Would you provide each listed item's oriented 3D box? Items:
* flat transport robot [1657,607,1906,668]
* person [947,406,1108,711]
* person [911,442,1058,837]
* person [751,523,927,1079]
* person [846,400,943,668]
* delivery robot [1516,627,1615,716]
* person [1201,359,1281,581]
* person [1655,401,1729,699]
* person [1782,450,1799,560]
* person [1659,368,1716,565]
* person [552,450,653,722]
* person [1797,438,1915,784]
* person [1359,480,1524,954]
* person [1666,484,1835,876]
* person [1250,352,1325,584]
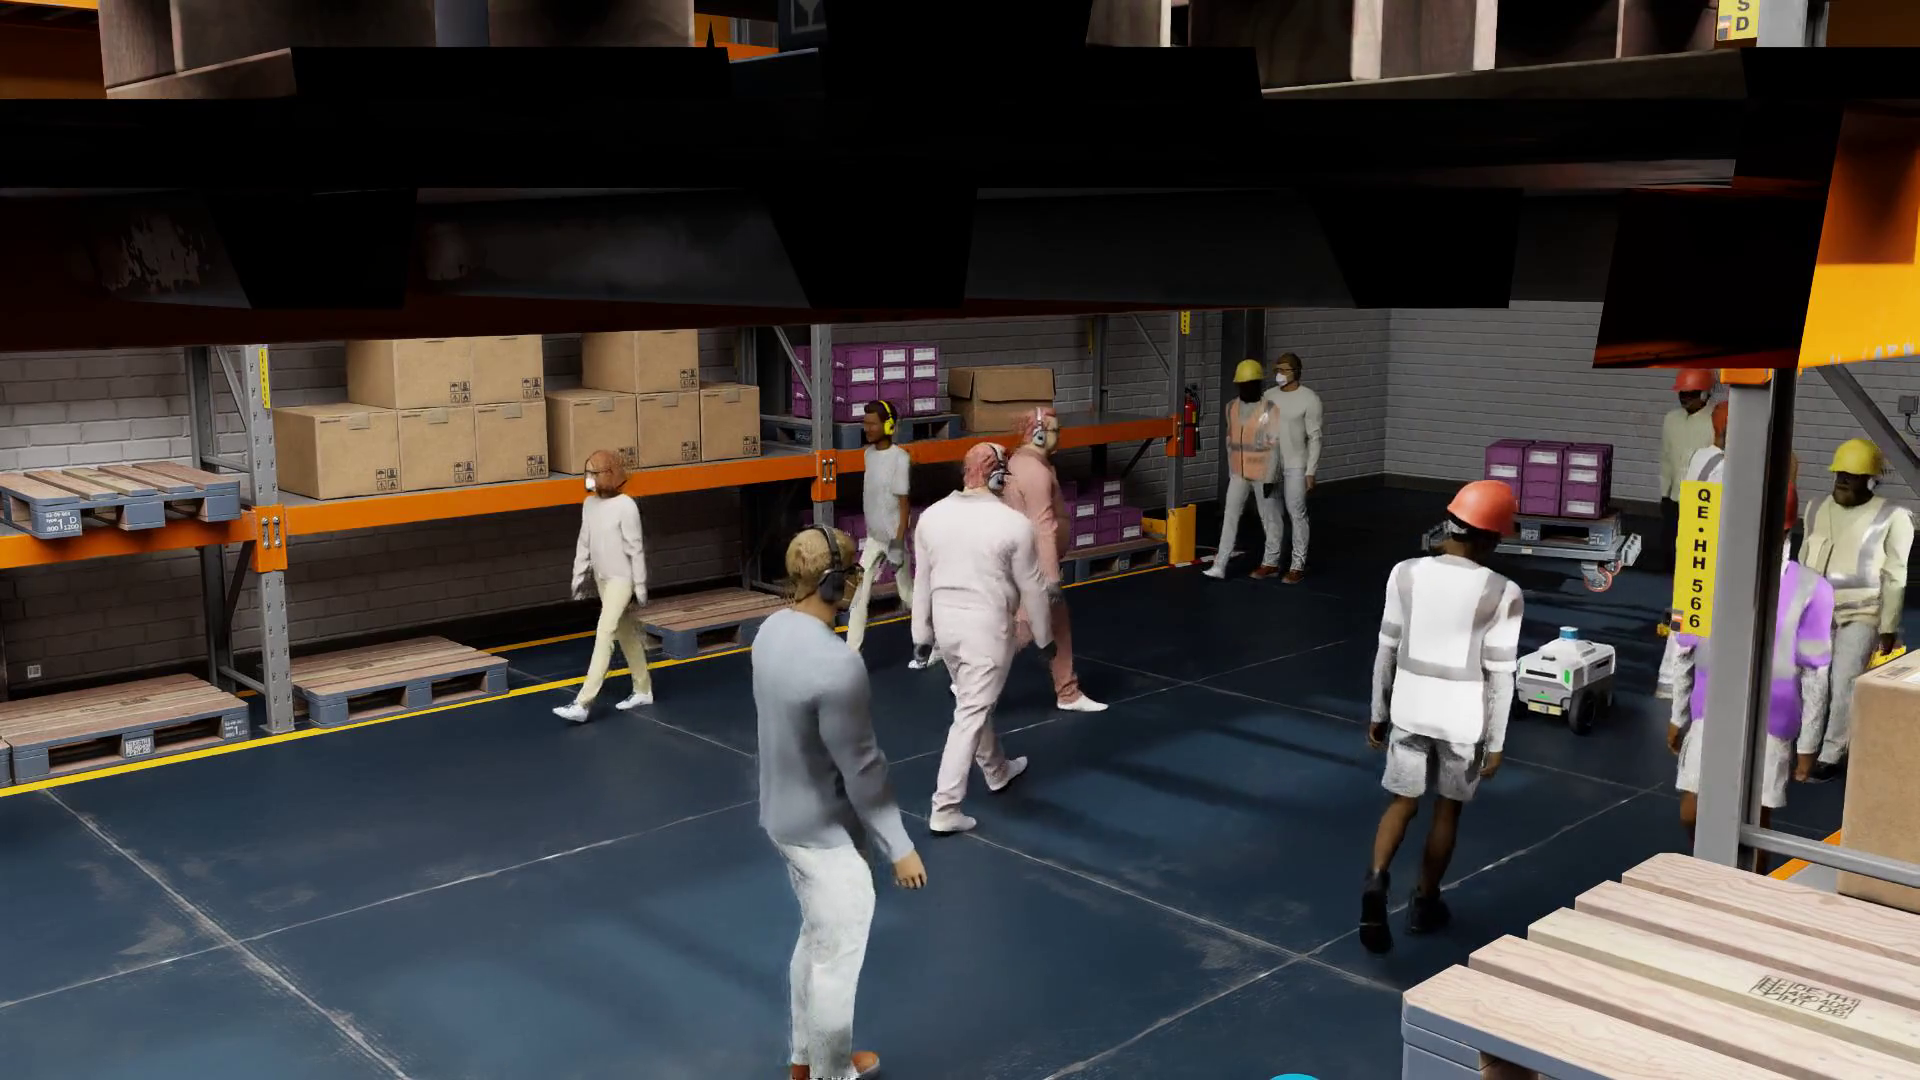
[{"bbox_3d":[5.708,0.636,11.589,0.652,0.197,1.431,-9,13,-42],"label":"flat transport robot"},{"bbox_3d":[0.396,0.141,9.823,0.935,1.875,0.648,-1,10,-4],"label":"person"},{"bbox_3d":[0.130,0.454,8.063,0.653,1.850,1.008,7,12,37],"label":"person"},{"bbox_3d":[-0.391,0.906,5.163,0.451,1.934,0.650,-4,11,-24],"label":"person"},{"bbox_3d":[-0.464,-0.010,10.853,0.967,1.827,0.538,-8,12,-39],"label":"person"},{"bbox_3d":[3.572,0.754,9.794,0.477,0.478,0.707,9,13,42],"label":"delivery robot"},{"bbox_3d":[2.448,-0.586,14.054,0.983,1.871,0.608,-9,13,-43],"label":"person"},{"bbox_3d":[4.680,0.088,10.162,0.793,1.854,0.582,2,10,13],"label":"person"},{"bbox_3d":[4.941,0.009,10.458,0.560,1.919,0.514,7,12,37],"label":"person"},{"bbox_3d":[5.406,-0.314,12.174,0.649,1.970,0.640,-5,11,-28],"label":"person"},{"bbox_3d":[-2.140,0.276,9.828,0.825,1.596,0.523,-9,13,-42],"label":"person"},{"bbox_3d":[4.681,0.356,8.724,0.628,1.811,0.600,-5,11,-29],"label":"person"},{"bbox_3d":[1.846,0.708,6.436,0.591,1.892,0.767,6,12,33],"label":"person"},{"bbox_3d":[3.026,0.694,6.416,0.564,1.922,0.410,7,12,35],"label":"person"},{"bbox_3d":[2.743,-0.602,13.964,0.371,1.940,0.627,-9,13,-42],"label":"person"}]
